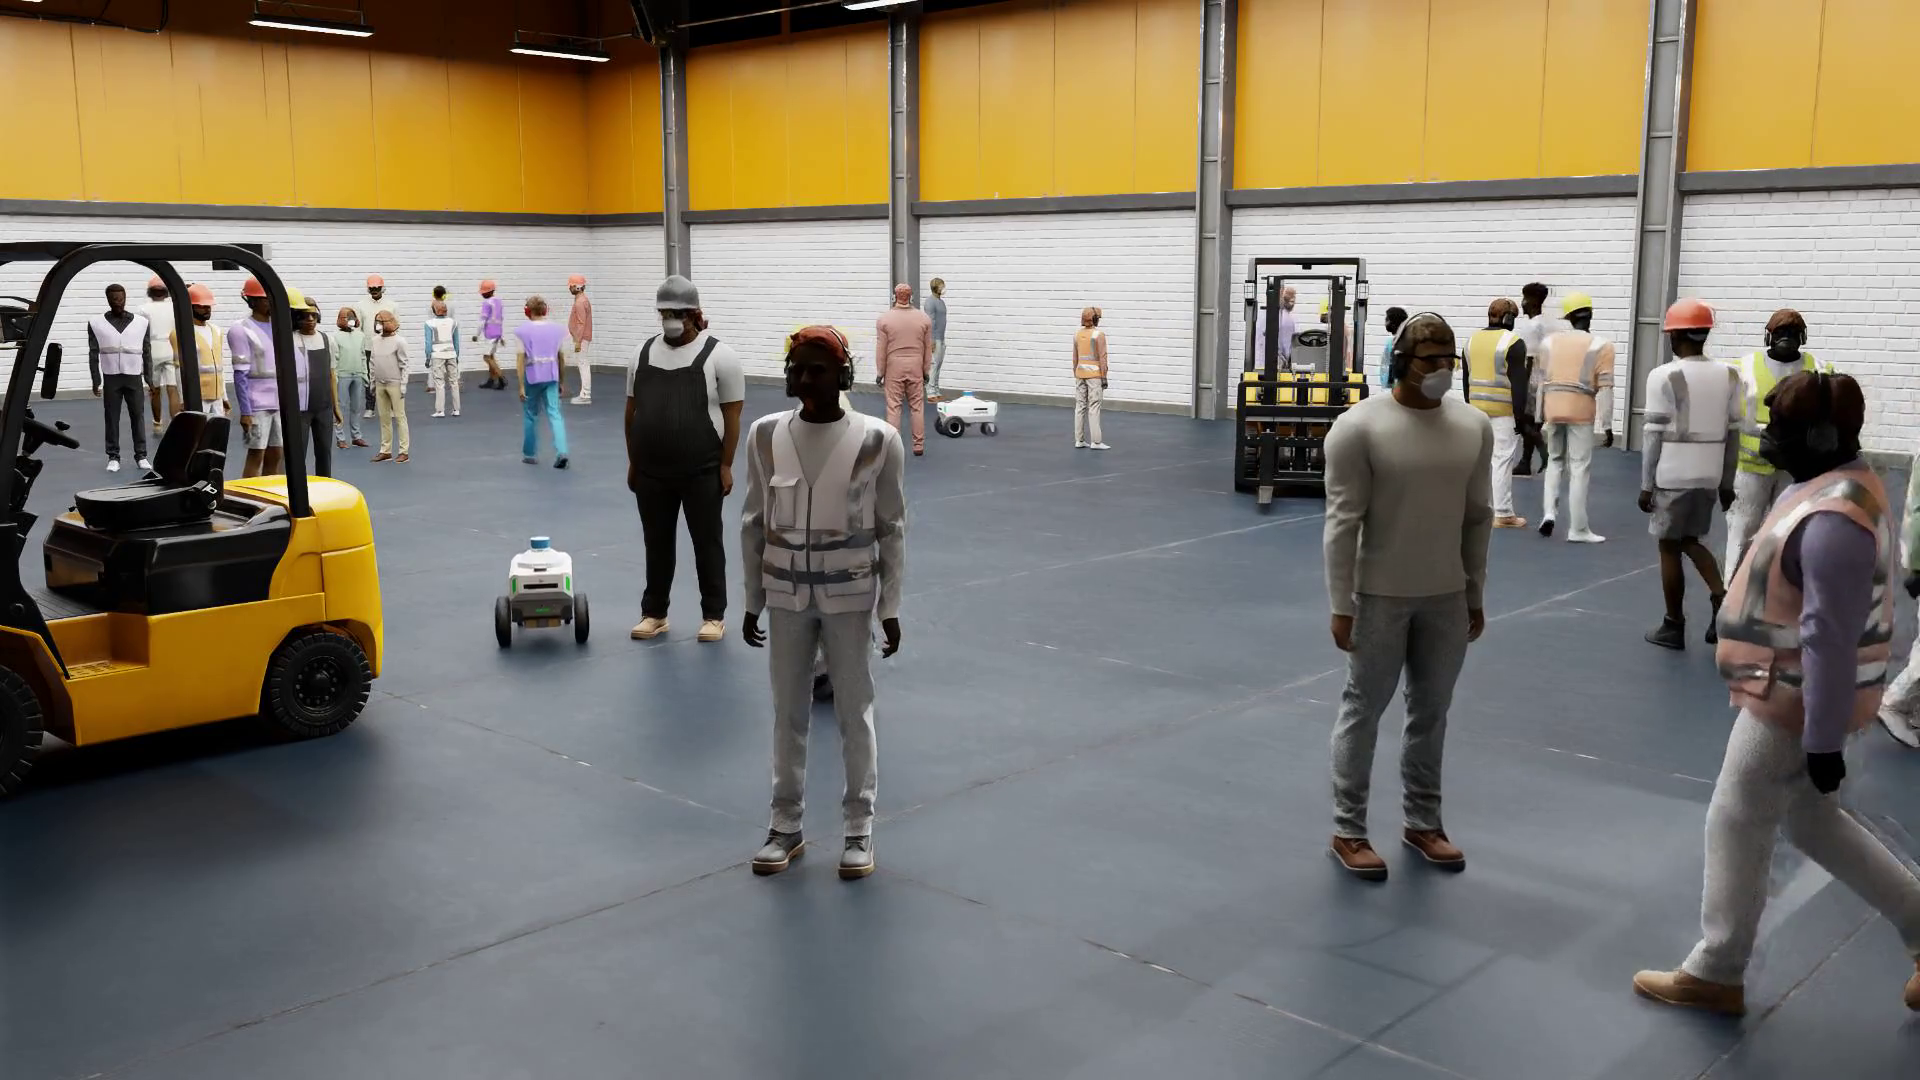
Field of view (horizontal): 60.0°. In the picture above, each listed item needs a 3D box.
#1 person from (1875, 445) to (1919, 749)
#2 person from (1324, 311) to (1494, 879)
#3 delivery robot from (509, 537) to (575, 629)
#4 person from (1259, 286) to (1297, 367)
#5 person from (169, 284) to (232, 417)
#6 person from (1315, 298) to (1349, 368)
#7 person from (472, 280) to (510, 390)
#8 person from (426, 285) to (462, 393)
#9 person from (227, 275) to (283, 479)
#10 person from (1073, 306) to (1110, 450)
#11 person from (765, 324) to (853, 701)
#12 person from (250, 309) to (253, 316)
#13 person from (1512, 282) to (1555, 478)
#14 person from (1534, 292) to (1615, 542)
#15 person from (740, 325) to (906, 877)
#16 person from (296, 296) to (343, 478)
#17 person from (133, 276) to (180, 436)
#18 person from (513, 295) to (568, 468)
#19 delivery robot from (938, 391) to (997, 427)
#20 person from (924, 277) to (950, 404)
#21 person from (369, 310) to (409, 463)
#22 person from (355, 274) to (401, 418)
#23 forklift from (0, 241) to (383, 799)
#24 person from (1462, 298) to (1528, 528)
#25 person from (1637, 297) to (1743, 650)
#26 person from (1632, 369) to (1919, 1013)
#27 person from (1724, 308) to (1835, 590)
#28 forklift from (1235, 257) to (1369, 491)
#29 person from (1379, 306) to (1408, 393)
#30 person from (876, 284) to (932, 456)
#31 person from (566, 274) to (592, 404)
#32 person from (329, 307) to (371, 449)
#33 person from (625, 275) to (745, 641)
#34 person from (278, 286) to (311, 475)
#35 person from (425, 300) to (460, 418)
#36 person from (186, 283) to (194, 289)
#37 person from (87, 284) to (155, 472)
[{"bbox_3d":[4.210,0.111,7.104,0.368,1.629,0.519,8,12,39],"label":"person"},{"bbox_3d":[1.529,0.190,5.692,0.631,1.931,0.366,-3,10,-17],"label":"person"},{"bbox_3d":[-2.361,0.226,9.383,0.477,0.478,0.707,-2,9,-13],"label":"delivery robot"},{"bbox_3d":[3.677,-2.006,19.335,0.436,1.884,0.698,-2,10,-14],"label":"person"},{"bbox_3d":[-6.666,-1.283,14.693,0.356,1.937,0.552,3,10,18],"label":"person"},{"bbox_3d":[4.280,-1.879,18.962,0.551,1.732,0.602,8,12,40],"label":"person"},{"bbox_3d":[-8.022,-3.512,28.502,0.654,1.892,0.545,1,9,7],"label":"person"},{"bbox_3d":[-8.619,-3.331,27.639,0.487,1.813,0.881,-6,11,-34],"label":"person"},{"bbox_3d":[-5.415,-1.062,13.017,0.397,2.043,0.610,2,10,13],"label":"person"},{"bbox_3d":[1.497,-1.854,19.102,0.309,1.641,0.513,-8,12,-41],"label":"person"},{"bbox_3d":[-0.722,-0.103,7.849,0.488,1.815,0.596,1,9,8],"label":"person"},{"bbox_3d":[-9.211,-2.493,22.123,0.376,1.934,0.546,-1,9,-8],"label":"person"},{"bbox_3d":[5.649,-1.554,16.335,0.550,1.950,0.608,8,12,41],"label":"person"},{"bbox_3d":[4.676,-0.935,12.700,0.479,1.897,0.678,-9,13,-43],"label":"person"},{"bbox_3d":[-0.474,0.214,5.682,0.574,1.883,0.355,2,9,10],"label":"person"},{"bbox_3d":[-5.386,-1.090,13.796,0.327,1.843,0.514,9,13,43],"label":"person"},{"bbox_3d":[-9.732,-2.220,20.296,0.618,1.978,1.059,-6,11,-32],"label":"person"},{"bbox_3d":[-4.374,-1.657,17.419,0.582,1.808,0.964,-7,11,-35],"label":"person"},{"bbox_3d":[0.094,-1.600,20.579,0.707,0.478,0.477,-3,10,-15],"label":"delivery robot"},{"bbox_3d":[-0.359,-3.071,25.655,0.372,1.940,0.630,2,10,14],"label":"person"},{"bbox_3d":[-6.117,-1.640,17.810,0.499,1.634,0.278,4,10,24],"label":"person"},{"bbox_3d":[-8.084,-2.687,23.125,0.611,1.996,0.378,-2,9,-12],"label":"person"},{"bbox_3d":[-3.706,-0.171,7.093,1.214,2.155,2.313,9,13,43],"label":"forklift"},{"bbox_3d":[4.326,-1.019,13.389,0.429,1.838,0.622,-5,11,-28],"label":"person"},{"bbox_3d":[3.933,-0.341,8.974,0.540,1.919,0.527,-3,10,-16],"label":"person"},{"bbox_3d":[2.358,0.443,4.511,0.796,1.814,0.624,5,11,29],"label":"person"},{"bbox_3d":[4.762,-0.424,9.725,0.627,1.844,0.429,3,10,15],"label":"person"},{"bbox_3d":[3.309,-1.629,16.029,1.214,2.155,2.313,2,9,11],"label":"forklift"},{"bbox_3d":[4.505,-1.580,17.286,0.384,1.684,0.558,4,10,23],"label":"person"},{"bbox_3d":[-0.630,-1.869,18.386,0.643,1.908,0.408,-3,10,-18],"label":"person"},{"bbox_3d":[-5.843,-3.090,25.590,0.376,1.997,0.612,-2,9,-10],"label":"person"},{"bbox_3d":[-7.062,-1.875,19.252,0.285,1.633,0.501,6,11,33],"label":"person"},{"bbox_3d":[-1.565,-0.447,9.251,0.684,2.000,0.538,2,9,11],"label":"person"},{"bbox_3d":[-5.467,-1.105,13.633,0.386,1.928,0.589,1,9,7],"label":"person"},{"bbox_3d":[-7.221,-2.526,23.221,0.513,1.642,0.313,-9,13,-43],"label":"person"},{"bbox_3d":[-10.776,-2.676,23.441,0.516,1.873,0.329,5,11,29],"label":"person"},{"bbox_3d":[-8.625,-1.668,17.122,0.595,1.916,0.386,-6,11,-31],"label":"person"}]
